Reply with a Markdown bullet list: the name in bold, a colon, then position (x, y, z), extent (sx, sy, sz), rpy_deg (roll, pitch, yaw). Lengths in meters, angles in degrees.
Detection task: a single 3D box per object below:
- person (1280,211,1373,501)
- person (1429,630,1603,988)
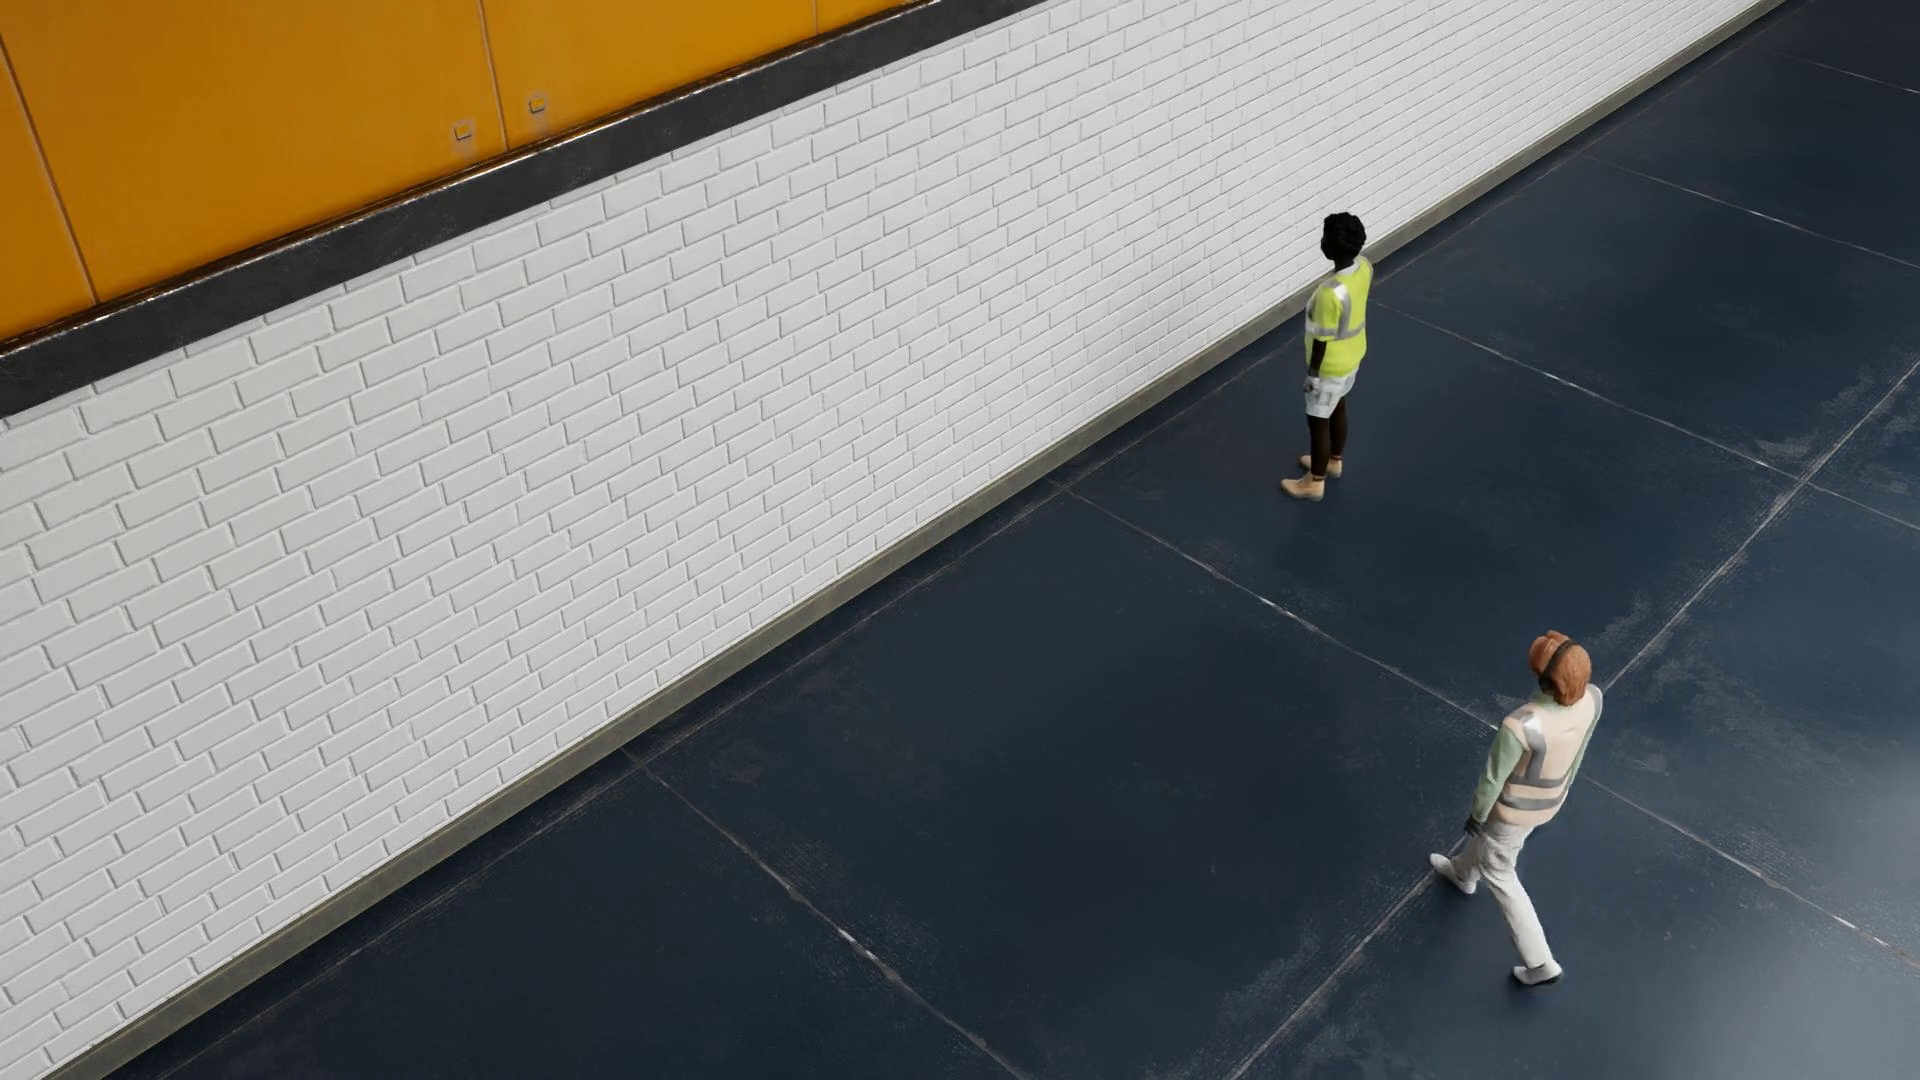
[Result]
- **person**: position (2.019, -0.997, 9.027), extent (0.325, 1.687, 0.549), rpy_deg (22, 44, 25)
- **person**: position (2.239, 1.035, 6.556), extent (0.522, 1.611, 0.788), rpy_deg (-23, 44, -26)
